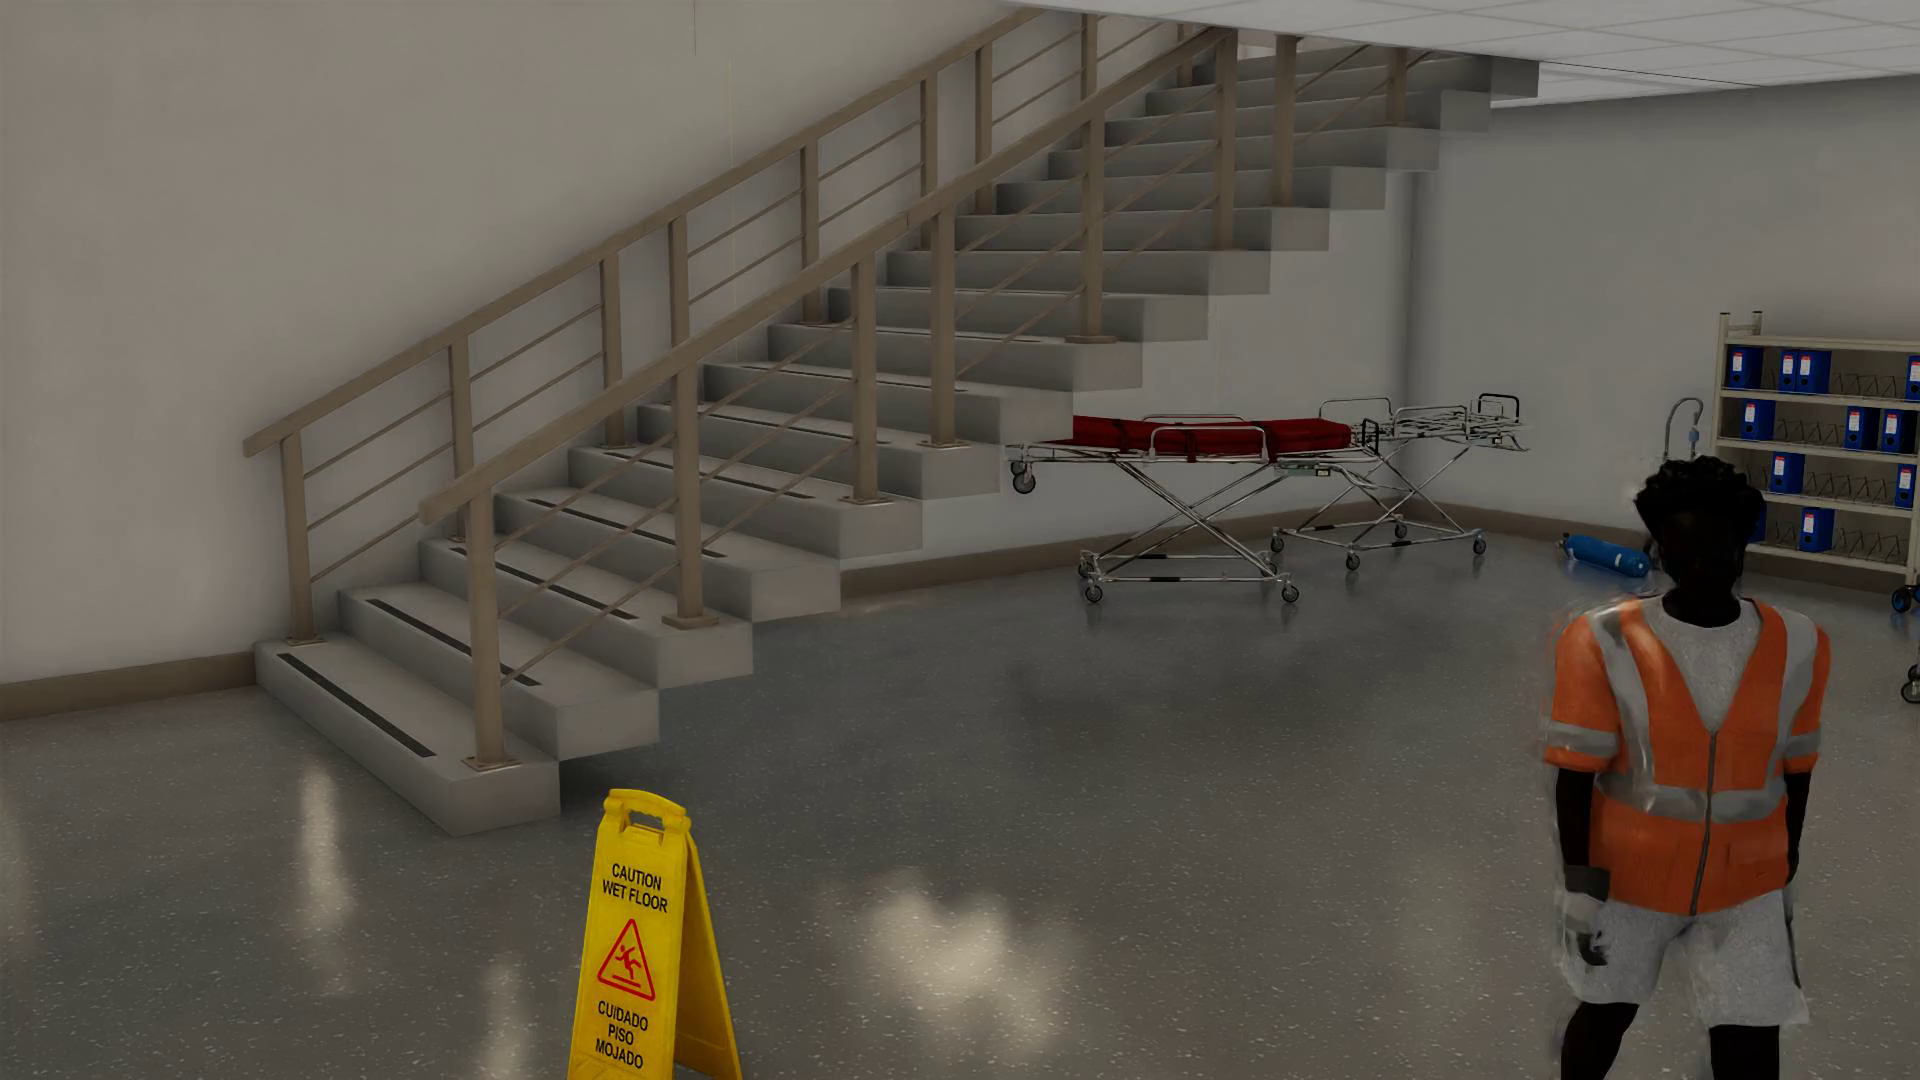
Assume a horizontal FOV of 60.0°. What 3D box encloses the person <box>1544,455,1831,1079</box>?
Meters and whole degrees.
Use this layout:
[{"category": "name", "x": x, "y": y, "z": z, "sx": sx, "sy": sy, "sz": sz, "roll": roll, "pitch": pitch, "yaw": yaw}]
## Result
[{"category": "person", "x": 1.386, "y": 0.645, "z": 3.243, "sx": 0.530, "sy": 1.651, "sz": 0.832, "roll": 1, "pitch": 10, "yaw": 8}]
